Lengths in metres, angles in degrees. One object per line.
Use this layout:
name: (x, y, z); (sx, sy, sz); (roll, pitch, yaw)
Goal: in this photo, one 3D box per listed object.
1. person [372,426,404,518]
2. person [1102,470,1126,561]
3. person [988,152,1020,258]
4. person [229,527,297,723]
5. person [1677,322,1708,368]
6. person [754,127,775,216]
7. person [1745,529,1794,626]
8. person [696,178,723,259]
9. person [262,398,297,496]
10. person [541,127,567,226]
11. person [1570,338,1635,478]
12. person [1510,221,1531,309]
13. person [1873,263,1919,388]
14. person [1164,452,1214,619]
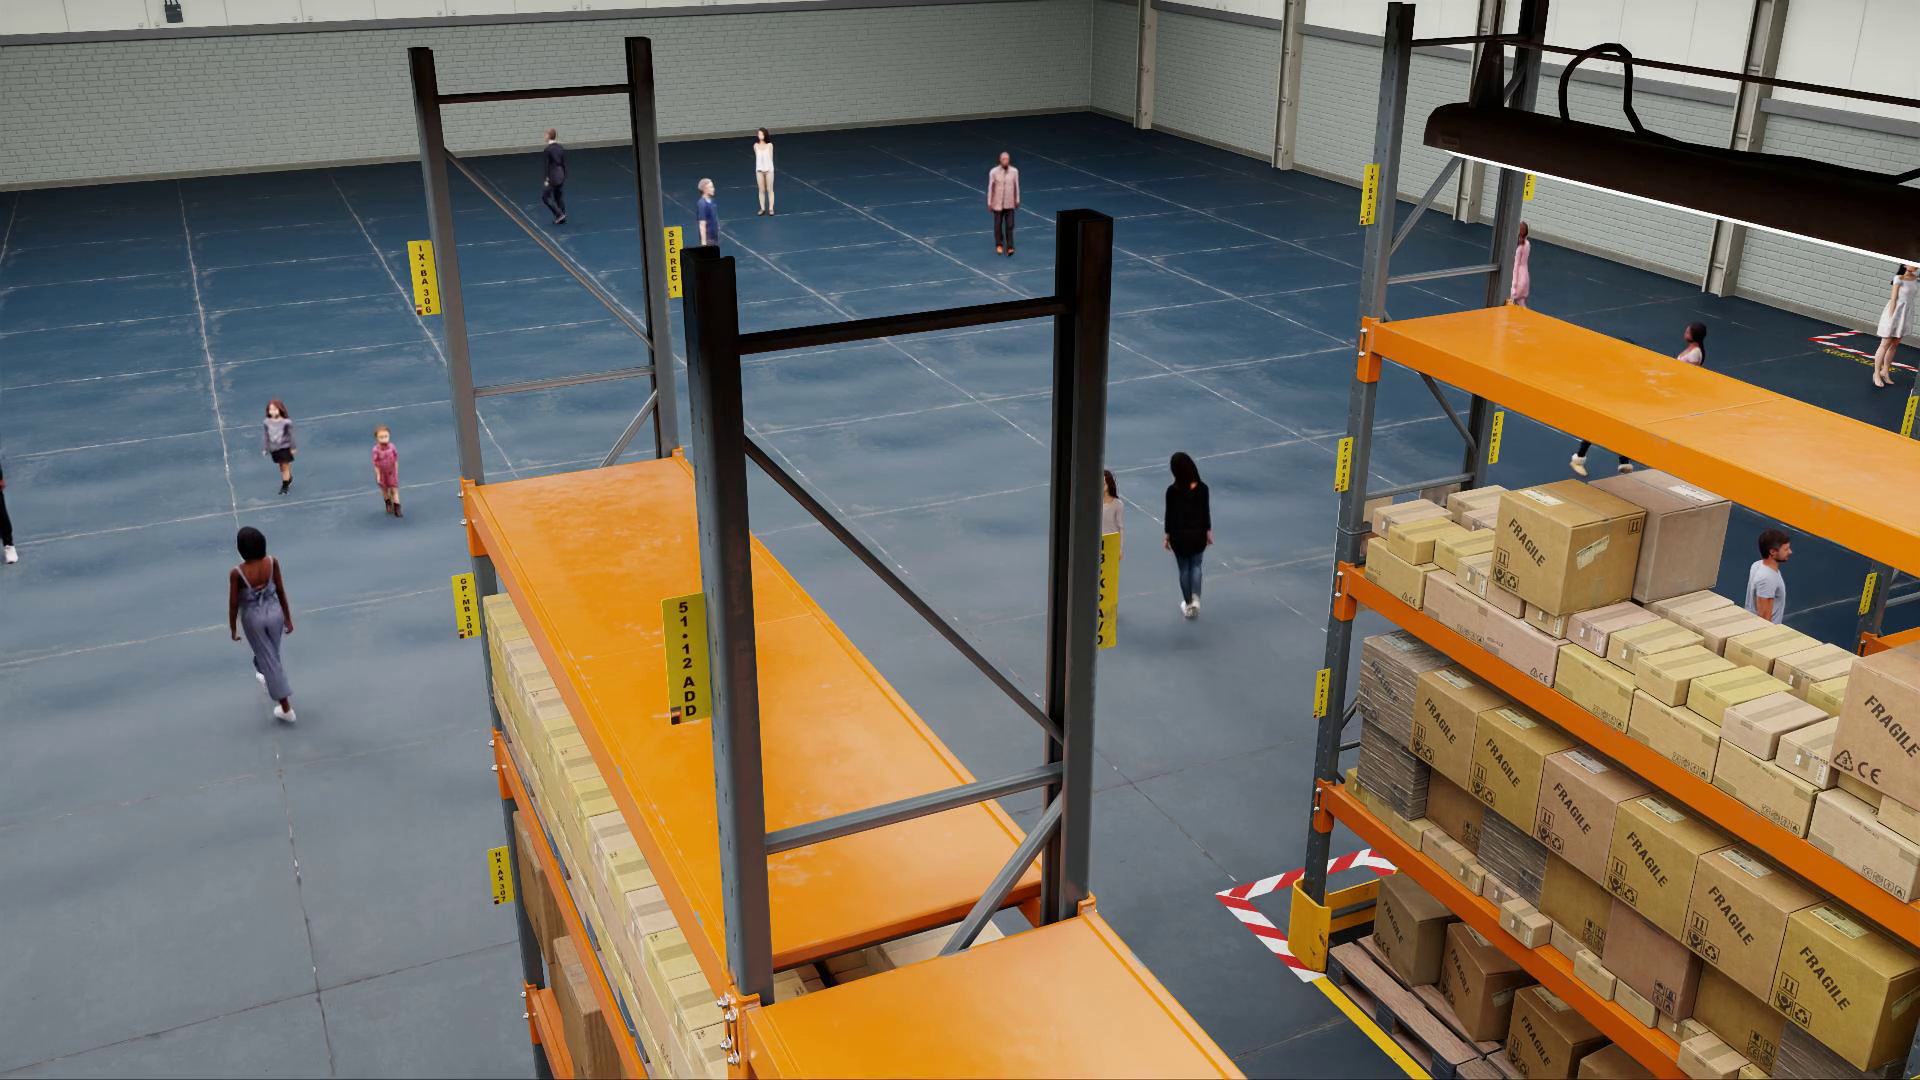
person: (-6.184, -0.747, 17.885); (0.451, 1.001, 0.741); (-13, 26, -27)
person: (1.334, 0.041, 15.413); (0.599, 1.484, 0.668); (8, 24, 17)
person: (0.743, -5.829, 28.857); (0.982, 1.766, 1.221); (-2, 23, -4)
person: (-5.644, 0.719, 13.590); (1.106, 1.664, 0.868); (19, 29, 37)
person: (8.441, -1.636, 19.097); (1.271, 1.687, 1.034); (14, 27, 30)
person: (-3.756, -7.100, 31.993); (0.658, 1.652, 0.719); (-2, 23, -4)
person: (6.302, 0.784, 13.179); (0.770, 1.866, 0.695); (7, 24, 15)
person: (-4.036, -4.758, 26.215); (0.859, 1.864, 0.768); (4, 23, 9)
person: (-7.558, -1.060, 18.522); (0.660, 1.078, 0.854); (-1, 23, -3)
person: (-7.499, -6.742, 30.957); (0.892, 1.802, 0.858); (12, 26, 27)
person: (7.417, -1.410, 18.613); (0.655, 1.651, 1.031); (-13, 26, -27)
person: (8.000, -3.609, 23.634); (0.833, 1.768, 1.044); (-21, 31, -40)
person: (12.393, -2.917, 21.998); (0.644, 1.775, 0.627); (-11, 26, -25)
person: (2.108, 0.006, 15.332); (0.790, 1.612, 0.888); (2, 23, 4)
